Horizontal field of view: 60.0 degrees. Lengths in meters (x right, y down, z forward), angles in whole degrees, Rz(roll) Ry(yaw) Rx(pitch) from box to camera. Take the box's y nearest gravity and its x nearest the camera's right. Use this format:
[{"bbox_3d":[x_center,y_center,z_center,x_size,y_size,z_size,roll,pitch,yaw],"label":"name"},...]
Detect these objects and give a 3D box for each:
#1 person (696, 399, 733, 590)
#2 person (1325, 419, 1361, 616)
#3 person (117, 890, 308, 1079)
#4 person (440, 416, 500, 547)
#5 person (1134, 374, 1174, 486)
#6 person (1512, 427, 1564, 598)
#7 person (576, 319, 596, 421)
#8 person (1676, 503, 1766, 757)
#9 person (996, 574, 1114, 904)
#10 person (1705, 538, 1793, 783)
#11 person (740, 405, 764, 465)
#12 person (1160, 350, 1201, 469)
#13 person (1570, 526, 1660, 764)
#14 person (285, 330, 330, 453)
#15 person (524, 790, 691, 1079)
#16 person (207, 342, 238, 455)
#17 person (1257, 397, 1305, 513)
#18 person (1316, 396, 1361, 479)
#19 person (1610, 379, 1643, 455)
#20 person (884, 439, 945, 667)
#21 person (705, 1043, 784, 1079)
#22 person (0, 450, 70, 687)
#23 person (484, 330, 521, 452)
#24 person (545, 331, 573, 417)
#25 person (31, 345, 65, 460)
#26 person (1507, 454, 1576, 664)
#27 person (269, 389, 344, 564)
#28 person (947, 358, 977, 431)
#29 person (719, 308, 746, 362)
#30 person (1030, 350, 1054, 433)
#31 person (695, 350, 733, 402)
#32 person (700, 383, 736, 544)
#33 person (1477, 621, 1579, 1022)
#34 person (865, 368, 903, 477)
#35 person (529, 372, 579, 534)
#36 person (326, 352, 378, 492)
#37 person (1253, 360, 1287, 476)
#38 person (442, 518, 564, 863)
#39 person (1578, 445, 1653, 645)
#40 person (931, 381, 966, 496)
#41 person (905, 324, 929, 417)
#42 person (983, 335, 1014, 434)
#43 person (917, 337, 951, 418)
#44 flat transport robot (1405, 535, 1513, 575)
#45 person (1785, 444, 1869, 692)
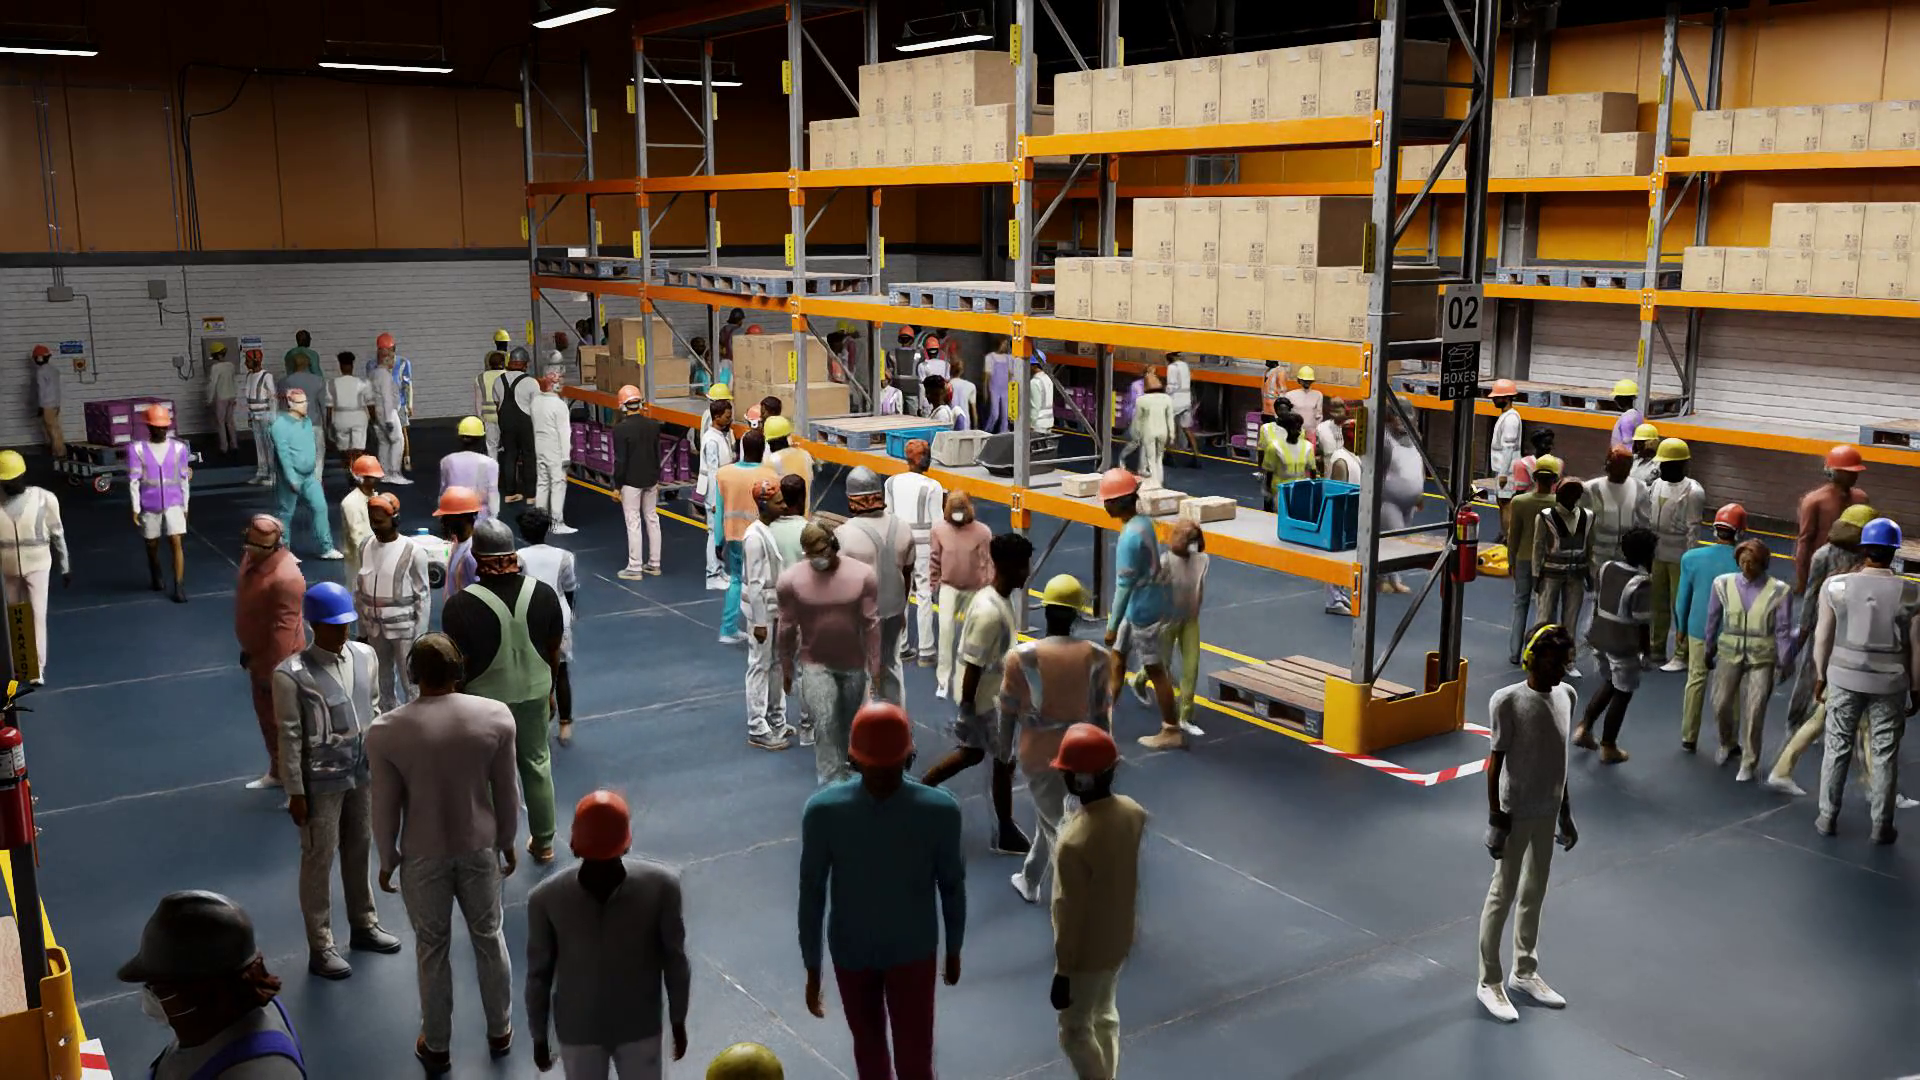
[{"bbox_3d":[-2.406,-0.449,16.510,0.408,1.907,0.598,0,11,-2],"label":"person"},{"bbox_3d":[3.569,-0.218,15.485,0.396,1.839,0.560,5,12,23],"label":"person"},{"bbox_3d":[-1.924,1.869,4.285,0.537,2.000,0.679,-6,12,-26],"label":"person"},{"bbox_3d":[-4.488,-0.193,15.260,0.598,1.885,0.963,2,11,9],"label":"person"},{"bbox_3d":[2.560,-1.389,22.049,0.520,1.604,0.565,-2,11,-10],"label":"person"},{"bbox_3d":[5.568,-0.256,16.045,0.539,1.696,0.321,-3,11,-15],"label":"person"},{"bbox_3d":[-6.423,-2.837,28.664,0.365,1.932,0.629,-3,11,-16],"label":"person"},{"bbox_3d":[5.234,0.615,11.449,0.574,1.748,0.343,8,14,36],"label":"person"},{"bbox_3d":[0.508,1.117,8.612,0.583,1.869,1.009,-5,12,-23],"label":"person"},{"bbox_3d":[5.150,0.784,10.907,0.535,1.624,0.360,8,13,34],"label":"person"},{"bbox_3d":[-2.108,-0.539,17.363,0.339,1.745,0.561,-4,12,-21],"label":"person"},{"bbox_3d":[3.173,-1.969,24.363,0.808,1.869,0.563,9,14,38],"label":"person"},{"bbox_3d":[4.423,0.709,11.180,0.328,1.666,0.581,-3,11,-15],"label":"person"},{"bbox_3d":[-10.177,-2.304,25.906,0.629,1.940,0.373,4,12,18],"label":"person"},{"bbox_3d":[-1.251,1.702,5.918,0.590,1.732,0.418,-2,11,-10],"label":"person"},{"bbox_3d":[-11.445,-2.199,25.831,0.345,1.756,0.534,1,11,6],"label":"person"},{"bbox_3d":[3.570,-0.752,18.578,0.535,1.700,0.318,5,12,22],"label":"person"},{"bbox_3d":[4.134,-0.661,17.813,0.624,1.809,0.676,8,13,35],"label":"person"},{"bbox_3d":[7.259,-0.797,18.226,0.382,1.924,0.594,6,13,28],"label":"person"},{"bbox_3d":[-0.364,0.103,13.726,0.582,1.882,0.338,8,13,34],"label":"person"},{"bbox_3d":[-0.540,2.063,4.099,0.492,1.729,0.324,2,11,12],"label":"person"},{"bbox_3d":[-7.468,0.194,13.261,0.624,1.889,0.880,-3,12,-17],"label":"person"},{"bbox_3d":[-7.140,-2.313,25.981,0.585,1.927,0.366,6,12,27],"label":"person"},{"bbox_3d":[-6.461,-2.405,26.624,0.505,1.856,0.589,-2,11,-8],"label":"person"},{"bbox_3d":[-13.863,-2.083,25.256,0.342,1.749,0.572,-1,11,-4],"label":"person"},{"bbox_3d":[4.774,0.173,13.698,0.524,1.759,0.337,5,12,25],"label":"person"},{"bbox_3d":[-6.956,-0.660,17.667,0.863,1.876,0.653,4,12,17],"label":"person"},{"bbox_3d":[-0.031,-1.493,22.105,0.515,1.820,0.718,0,11,0],"label":"person"},{"bbox_3d":[-4.108,-3.274,30.608,0.699,2.000,0.535,9,14,39],"label":"person"},{"bbox_3d":[1.034,-1.530,21.917,0.404,1.948,0.605,5,12,24],"label":"person"},{"bbox_3d":[-3.478,-1.791,23.538,0.563,1.838,0.390,1,11,6],"label":"person"},{"bbox_3d":[-2.734,-0.864,18.840,0.403,1.824,0.596,-3,12,-16],"label":"person"},{"bbox_3d":[2.659,1.288,7.720,0.517,1.865,0.328,-5,12,-26],"label":"person"},{"bbox_3d":[-1.032,-1.511,22.623,0.511,1.638,0.308,1,11,7],"label":"person"},{"bbox_3d":[-4.750,-1.022,19.469,0.668,1.901,0.395,10,15,41],"label":"person"},{"bbox_3d":[-8.069,-1.539,22.072,0.618,1.907,1.032,-2,11,-10],"label":"person"},{"bbox_3d":[4.398,-1.820,23.448,0.361,1.930,0.588,-3,11,-13],"label":"person"},{"bbox_3d":[-2.604,0.872,9.389,0.684,2.000,0.538,-9,14,-39],"label":"person"},{"bbox_3d":[5.431,0.112,13.826,0.659,1.828,1.014,-1,11,-6],"label":"person"},{"bbox_3d":[-0.124,-0.912,19.027,0.378,1.841,0.573,-8,14,-35],"label":"person"},{"bbox_3d":[-0.795,-3.163,30.590,0.634,1.832,0.429,11,15,44],"label":"person"},{"bbox_3d":[0.636,-2.345,26.414,0.540,1.822,0.435,-8,14,-35],"label":"person"},{"bbox_3d":[-0.397,-2.006,24.393,0.547,1.934,0.376,-6,13,-29],"label":"person"},{"bbox_3d":[5.226,0.135,17.700,1.431,0.197,0.652,9,14,40],"label":"flat transport robot"},{"bbox_3d":[6.743,0.213,12.959,0.624,1.967,0.851,-4,12,-21],"label":"person"}]
